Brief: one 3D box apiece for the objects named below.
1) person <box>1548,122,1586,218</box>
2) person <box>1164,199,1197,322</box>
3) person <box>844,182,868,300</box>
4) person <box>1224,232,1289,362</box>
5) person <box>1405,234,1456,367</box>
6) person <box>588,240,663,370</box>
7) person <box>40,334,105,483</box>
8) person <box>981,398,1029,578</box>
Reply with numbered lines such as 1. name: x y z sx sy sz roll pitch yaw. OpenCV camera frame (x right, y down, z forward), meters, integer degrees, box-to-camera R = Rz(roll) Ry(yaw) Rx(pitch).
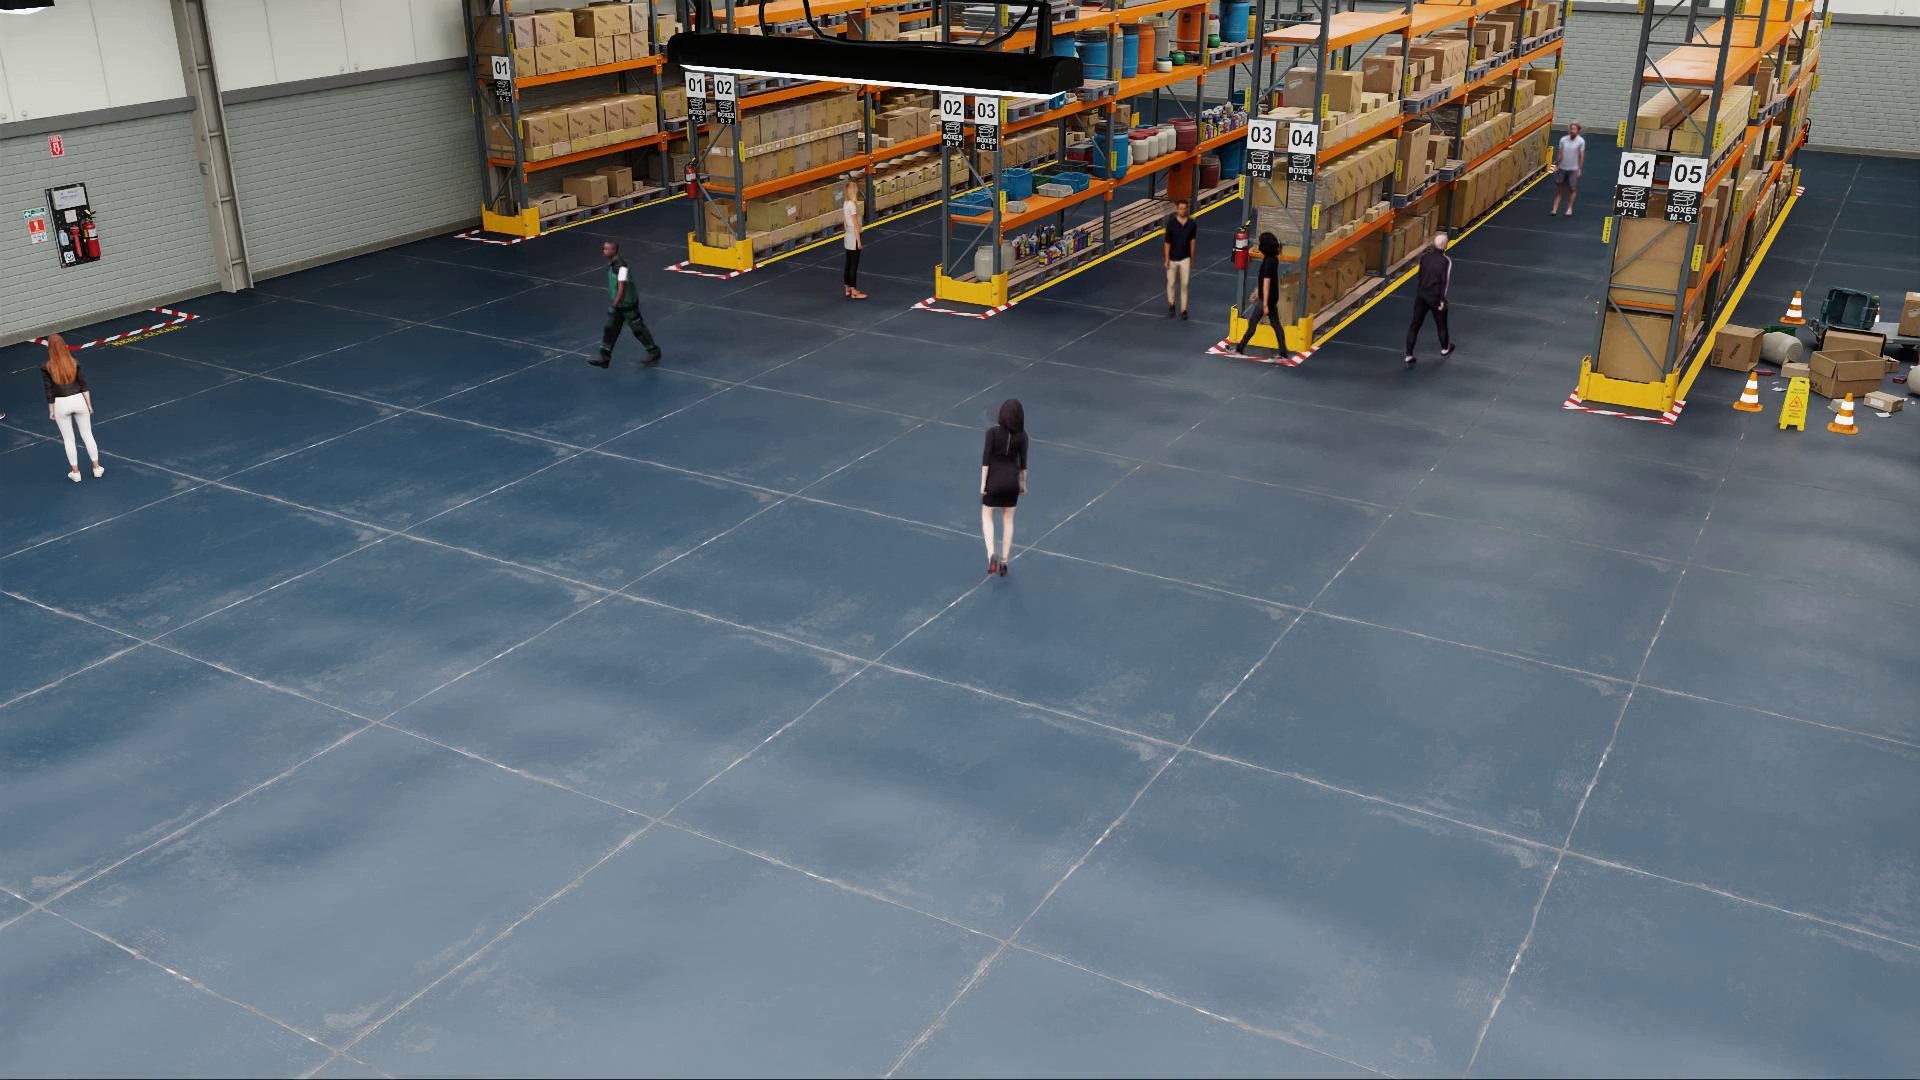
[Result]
1. person: 11.714 -7.102 31.902 0.686 1.794 1.096 14 27 29
2. person: 3.289 -4.255 25.185 0.984 1.811 1.217 1 23 2
3. person: -1.711 -4.749 26.327 0.701 1.827 0.681 -11 25 -25
4. person: 4.363 -3.329 23.041 0.769 1.784 1.092 10 25 22
5. person: 6.399 -3.243 22.857 0.869 1.771 1.276 20 30 39
6. person: -4.492 -3.199 22.753 1.356 1.771 1.063 -14 27 -29
7. person: -10.095 -1.511 18.868 0.609 1.704 0.738 -14 27 -30
8. person: 0.429 -0.474 16.354 0.873 1.763 0.948 -7 24 -16
